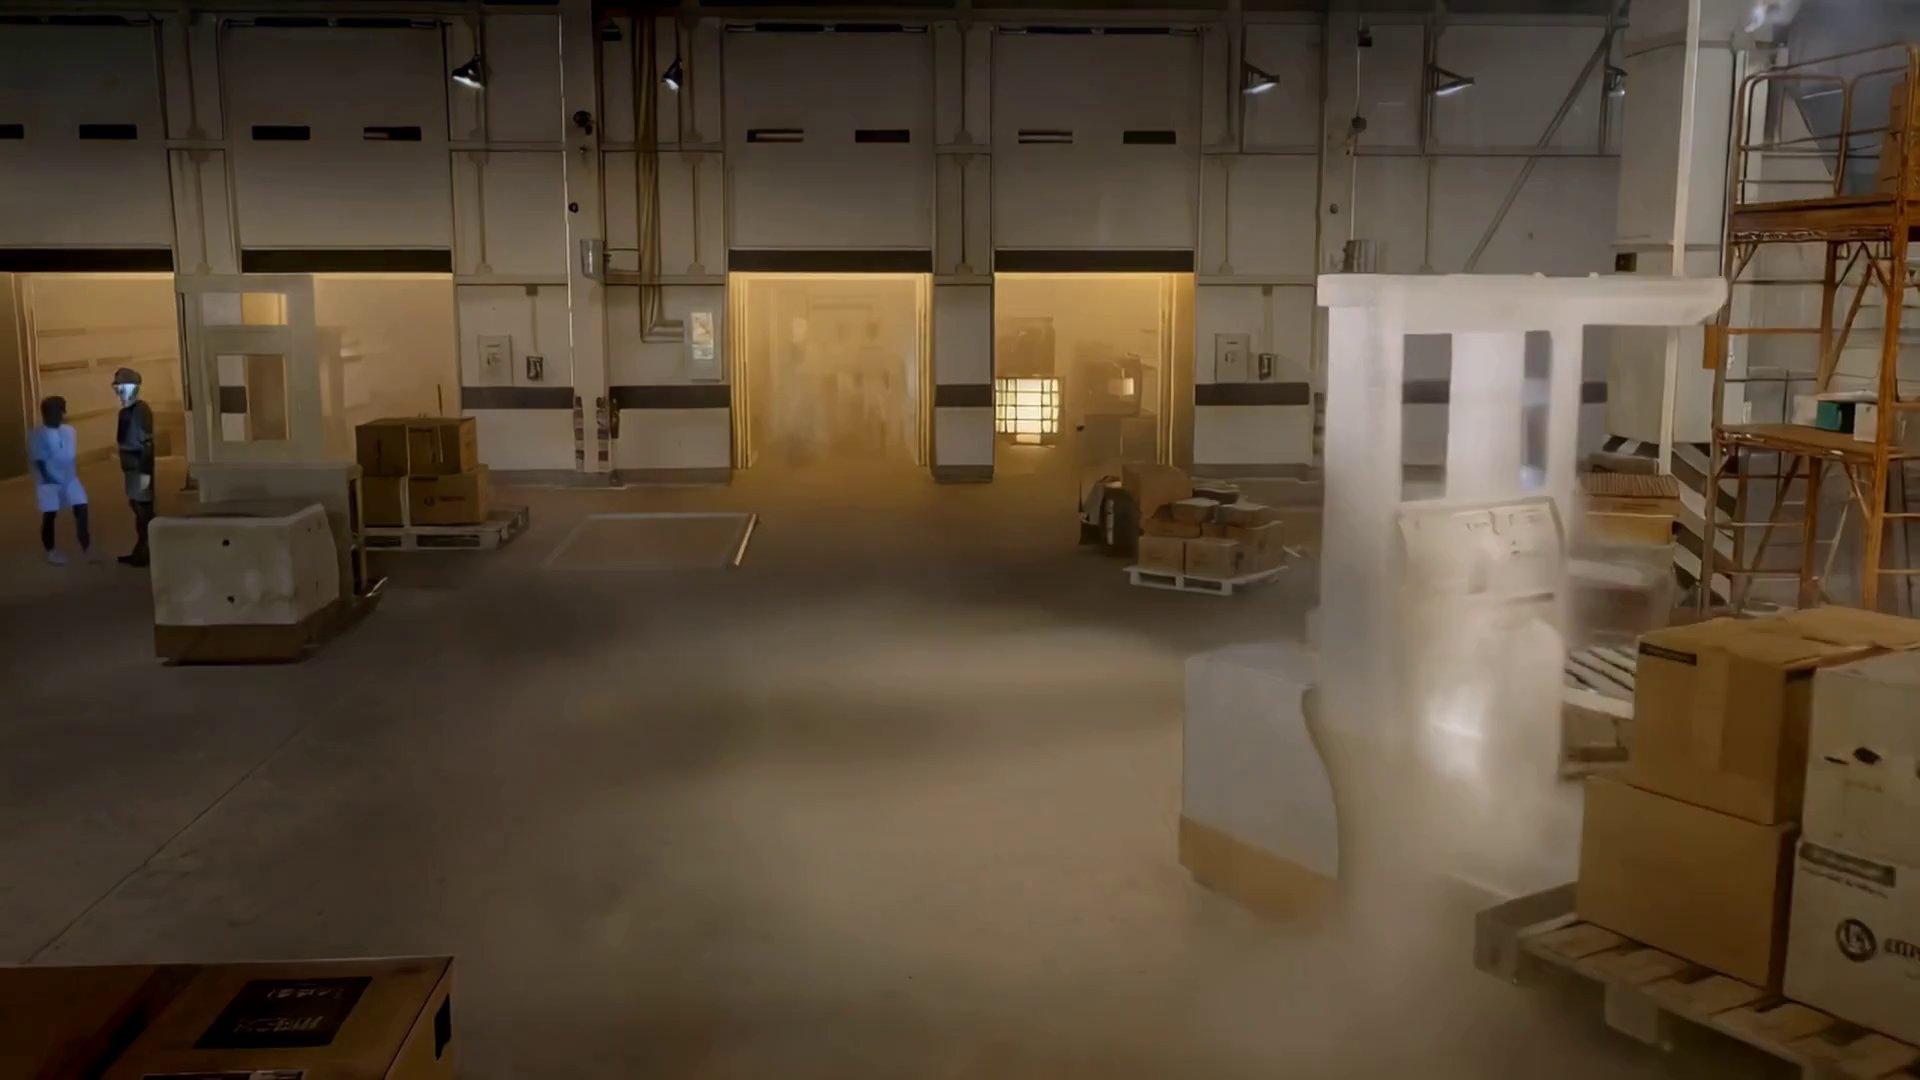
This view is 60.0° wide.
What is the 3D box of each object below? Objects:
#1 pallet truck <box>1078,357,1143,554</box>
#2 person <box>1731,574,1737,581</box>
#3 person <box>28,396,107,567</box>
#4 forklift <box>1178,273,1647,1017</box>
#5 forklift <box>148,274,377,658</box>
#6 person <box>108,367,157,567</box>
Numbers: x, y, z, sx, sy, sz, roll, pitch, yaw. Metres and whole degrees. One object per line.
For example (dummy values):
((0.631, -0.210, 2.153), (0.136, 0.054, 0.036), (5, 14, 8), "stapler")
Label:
((2.088, -0.836, 16.757), (1.885, 1.965, 0.823), (2, 9, 13), "pallet truck")
((6.259, -0.411, 14.445), (0.946, 1.888, 0.653), (4, 10, 23), "person")
((-8.596, -0.546, 15.947), (0.716, 1.664, 0.538), (4, 10, 24), "person")
((1.922, 0.263, 7.094), (1.129, 2.768, 1.873), (-6, 11, -32), "forklift")
((-5.348, -0.627, 12.681), (1.129, 2.768, 1.873), (-1, 9, -4), "forklift")
((-8.015, -0.709, 16.149), (0.545, 1.938, 0.362), (8, 12, 41), "person")
